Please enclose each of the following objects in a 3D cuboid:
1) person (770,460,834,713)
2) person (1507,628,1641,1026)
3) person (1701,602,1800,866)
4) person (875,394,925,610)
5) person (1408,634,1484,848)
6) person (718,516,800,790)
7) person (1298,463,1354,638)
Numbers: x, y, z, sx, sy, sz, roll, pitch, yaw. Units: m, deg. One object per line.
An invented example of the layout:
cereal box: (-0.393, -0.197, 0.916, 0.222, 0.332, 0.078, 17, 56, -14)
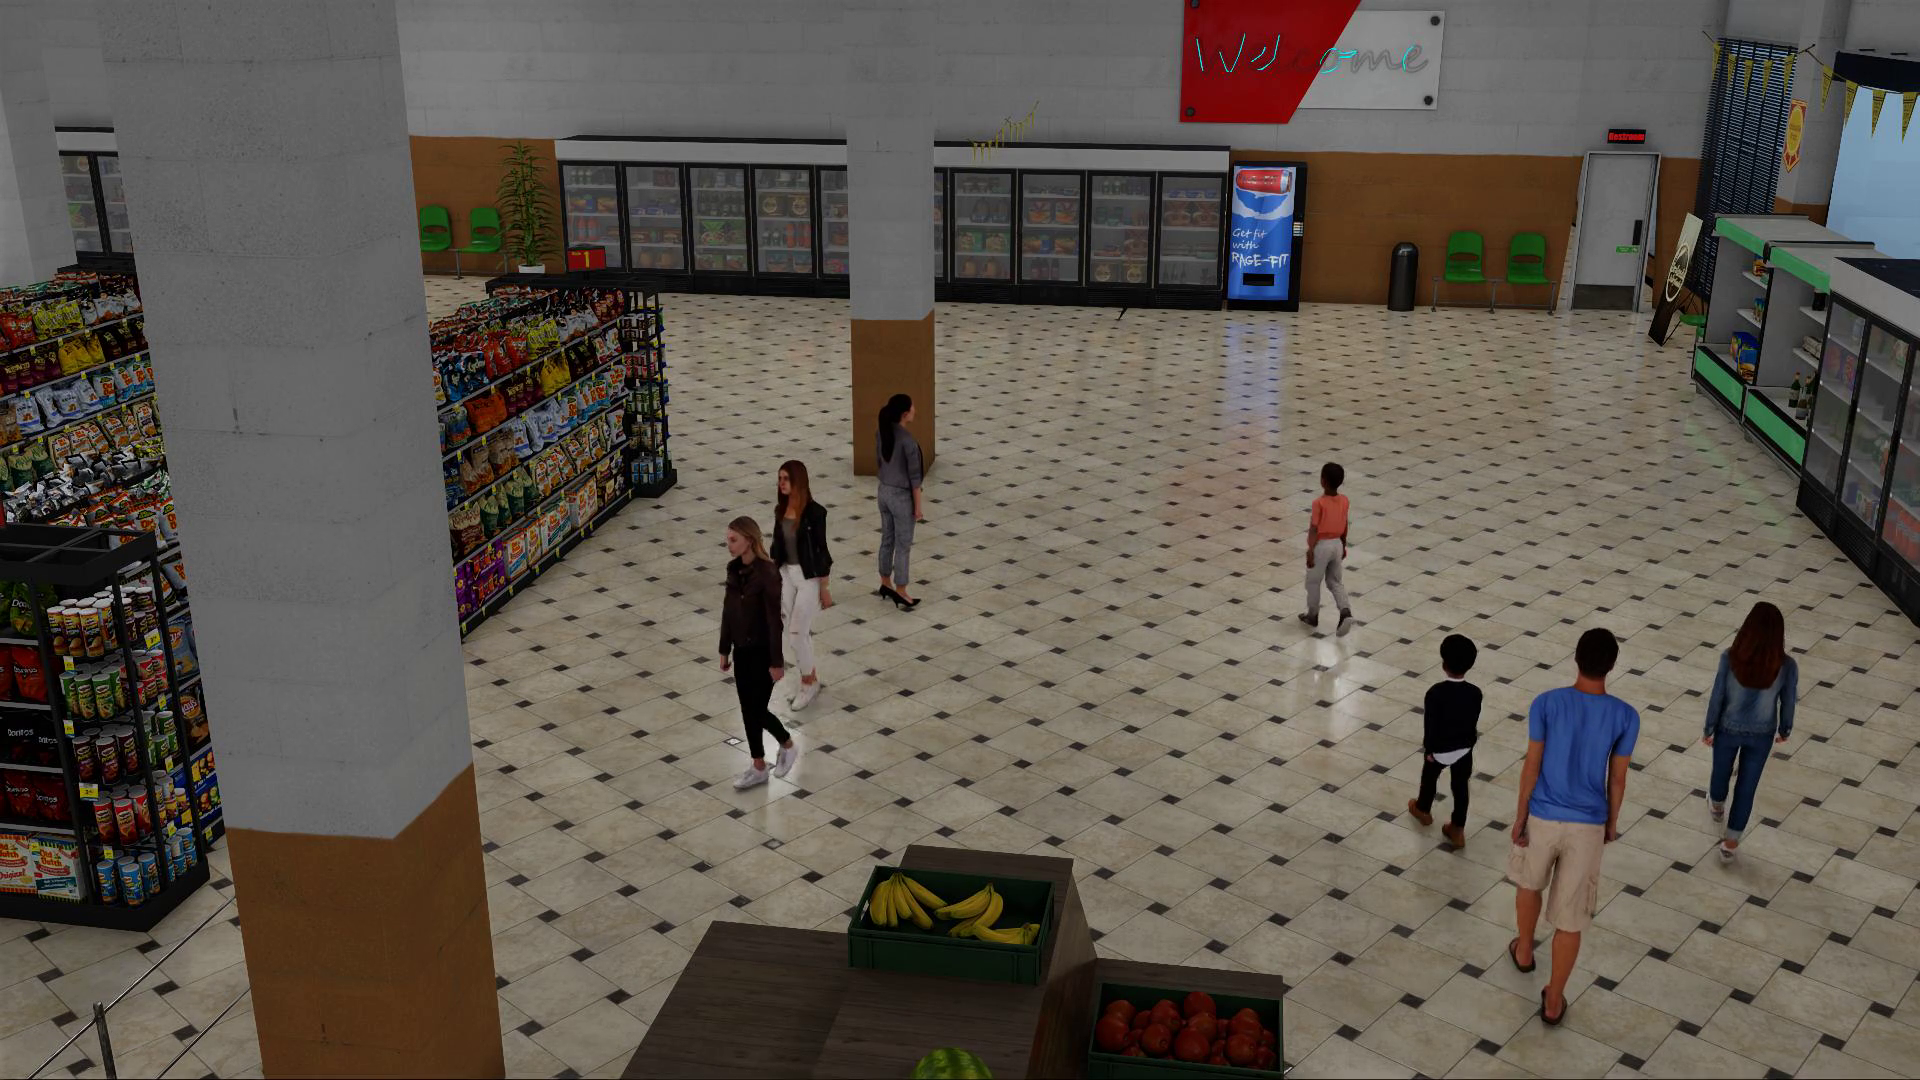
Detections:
person: (-0.994, 0.276, 11.033, 0.735, 1.690, 0.769, 15, 24, 38)
person: (2.779, 1.345, 7.645, 0.739, 1.828, 0.963, 6, 20, 18)
person: (4.267, 1.074, 9.036, 0.740, 1.453, 0.992, 8, 20, 23)
person: (-0.486, -0.297, 12.755, 0.760, 1.676, 0.717, -15, 24, -38)
person: (2.755, 1.135, 9.239, 0.613, 1.207, 0.751, -1, 19, -4)
person: (-1.158, 0.658, 9.891, 0.785, 1.696, 0.833, 17, 25, 40)
person: (2.724, 0.086, 12.215, 0.732, 1.294, 0.896, -7, 20, -19)
